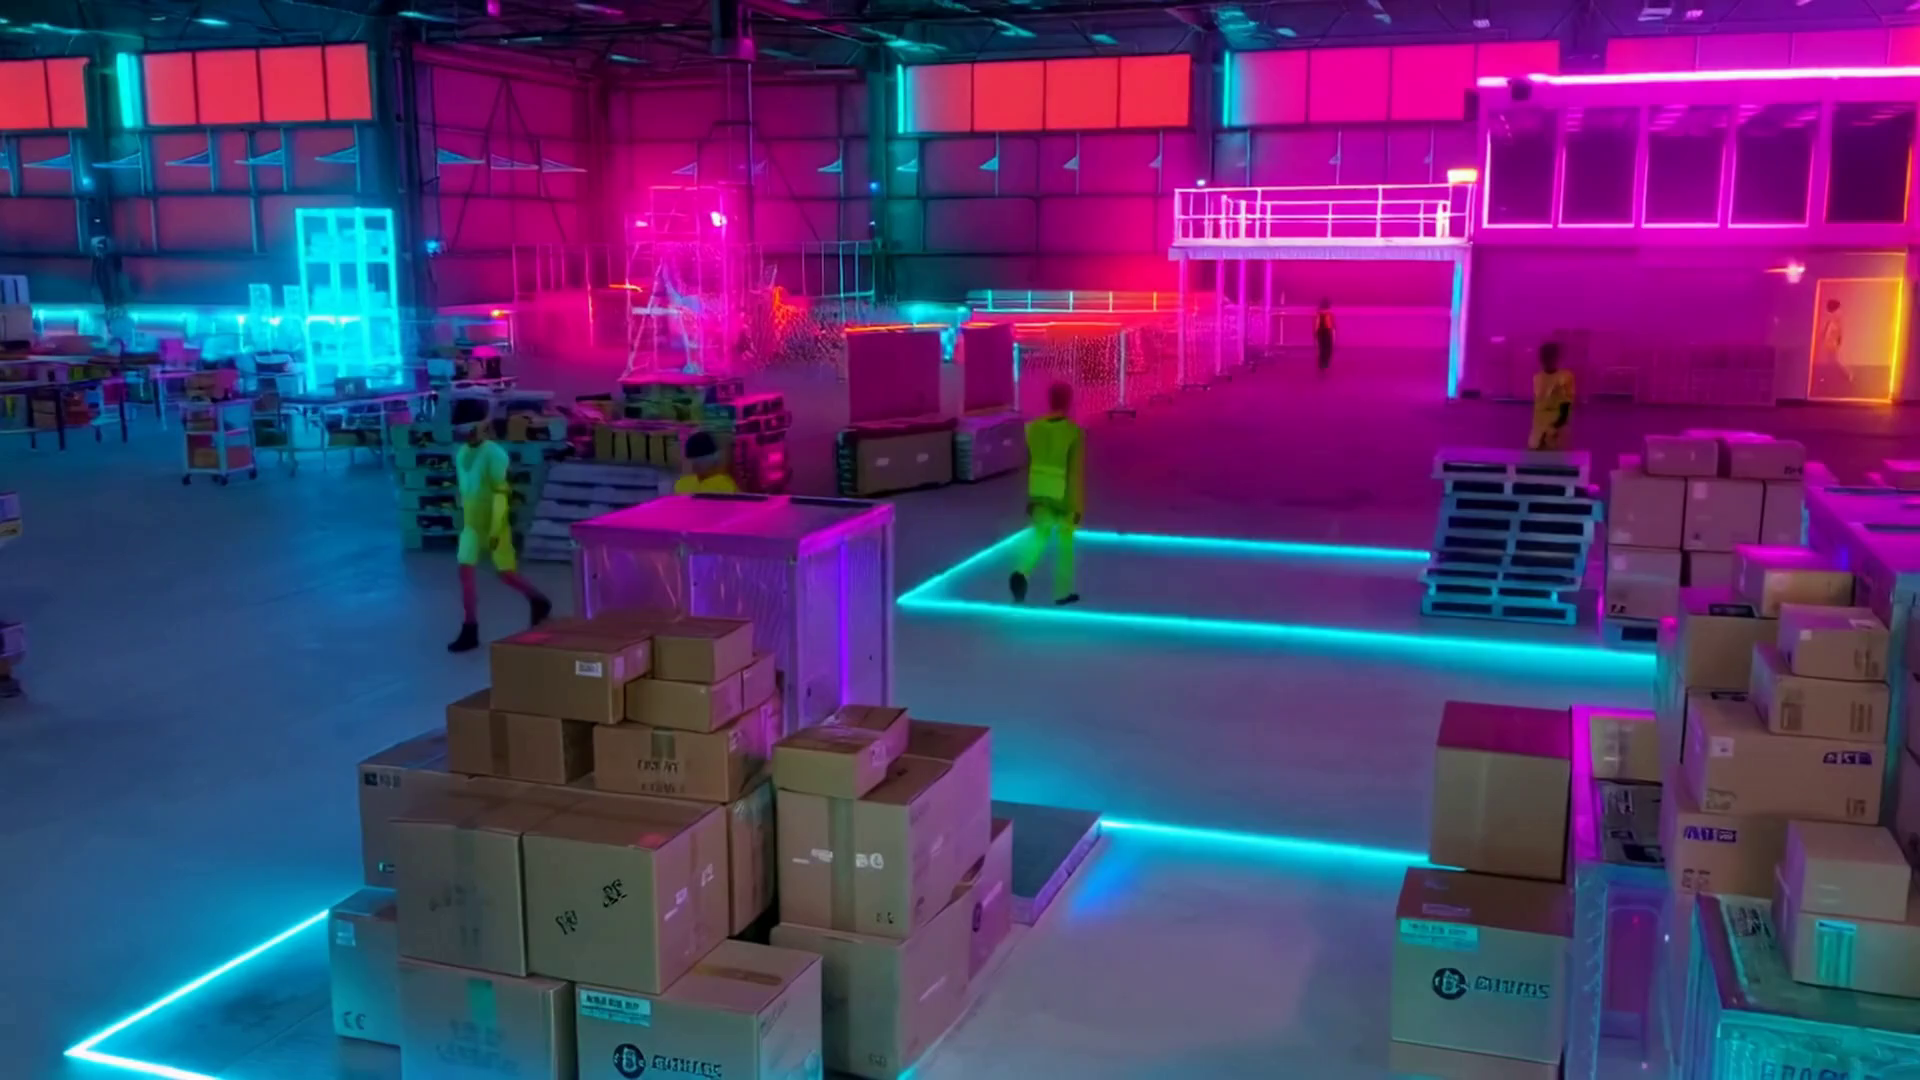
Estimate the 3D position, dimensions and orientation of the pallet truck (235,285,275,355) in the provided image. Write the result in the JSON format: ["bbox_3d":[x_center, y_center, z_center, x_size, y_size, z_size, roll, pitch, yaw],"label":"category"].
[{"bbox_3d":[-18.327,-5.835,44.421,0.823,1.965,1.885,4,11,23],"label":"pallet truck"}]

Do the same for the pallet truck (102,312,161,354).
[{"bbox_3d":[-23.057,-5.777,46.261,0.680,1.201,1.601,3,11,19],"label":"pallet truck"}]

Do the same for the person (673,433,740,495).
[{"bbox_3d":[-1.828,0.109,11.708,0.543,1.715,0.898,4,11,22],"label":"person"}]

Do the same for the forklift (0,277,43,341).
[{"bbox_3d":[-27.151,-6.329,46.328,1.157,1.987,2.680,3,11,17],"label":"forklift"}]

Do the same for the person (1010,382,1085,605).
[{"bbox_3d":[0.742,-0.362,13.885,0.594,1.904,0.677,8,13,38],"label":"person"}]

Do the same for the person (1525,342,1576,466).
[{"bbox_3d":[6.789,-1.332,19.294,0.974,1.910,0.611,-7,12,-34],"label":"person"}]

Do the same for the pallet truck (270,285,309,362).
[{"bbox_3d":[-17.147,-5.700,43.663,0.823,1.965,1.885,3,11,17],"label":"pallet truck"}]

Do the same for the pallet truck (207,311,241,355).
[{"bbox_3d":[-19.537,-5.575,44.913,0.653,1.274,1.630,3,11,19],"label":"pallet truck"}]

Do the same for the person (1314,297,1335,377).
[{"bbox_3d":[8.429,-4.680,38.374,0.539,1.832,0.483,6,12,31],"label":"person"}]

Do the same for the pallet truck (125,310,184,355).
[{"bbox_3d":[-22.038,-5.665,45.457,0.704,1.261,1.522,3,11,17],"label":"pallet truck"}]

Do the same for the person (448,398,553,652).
[{"bbox_3d":[-3.552,-0.147,12.656,0.550,1.909,0.870,6,11,29],"label":"person"}]
